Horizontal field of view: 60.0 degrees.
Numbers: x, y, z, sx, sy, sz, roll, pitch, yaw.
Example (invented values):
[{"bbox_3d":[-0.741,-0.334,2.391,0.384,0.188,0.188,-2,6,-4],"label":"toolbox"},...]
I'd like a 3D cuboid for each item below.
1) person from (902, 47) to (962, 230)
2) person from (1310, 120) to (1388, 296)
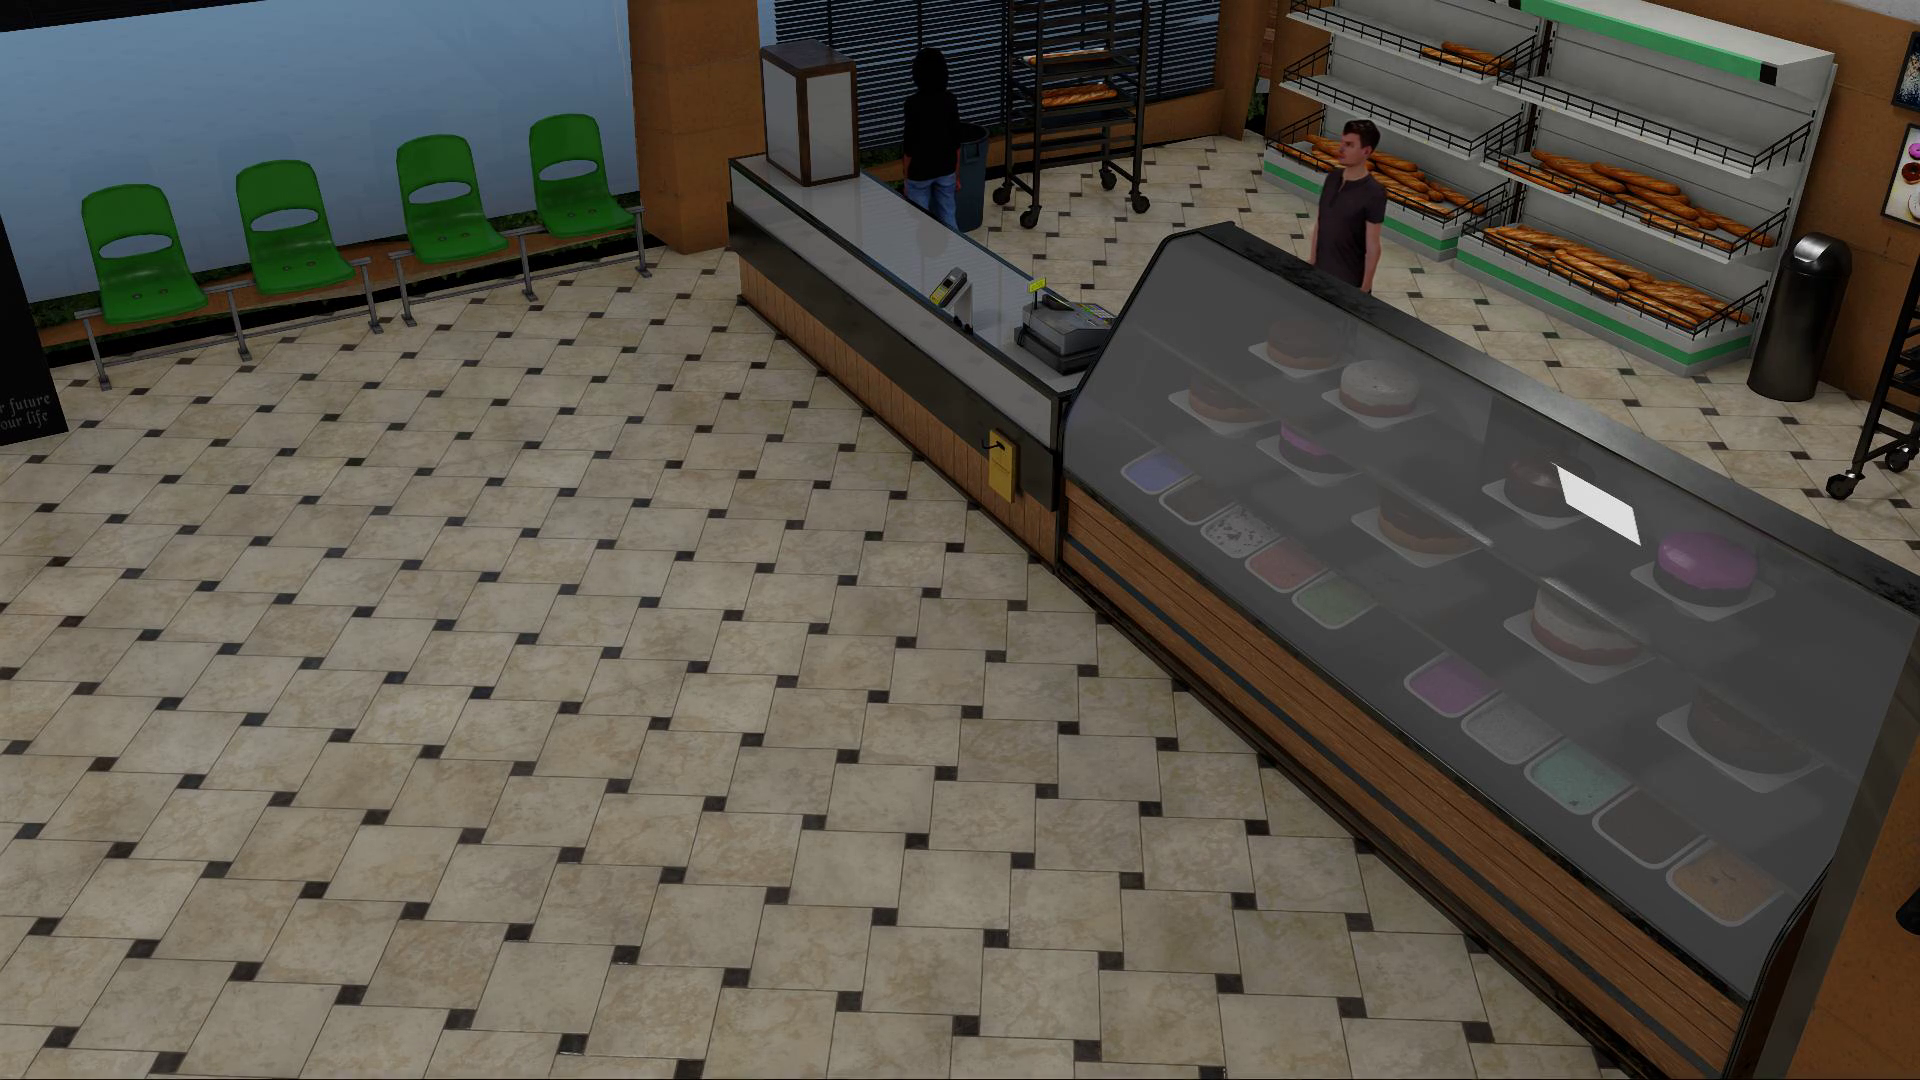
[{"bbox_3d":[-0.195,-2.401,10.994,0.513,1.701,0.659,-12,34,-18],"label":"person"},{"bbox_3d":[2.147,-1.452,9.325,0.542,1.853,0.644,-16,35,-24],"label":"person"}]
